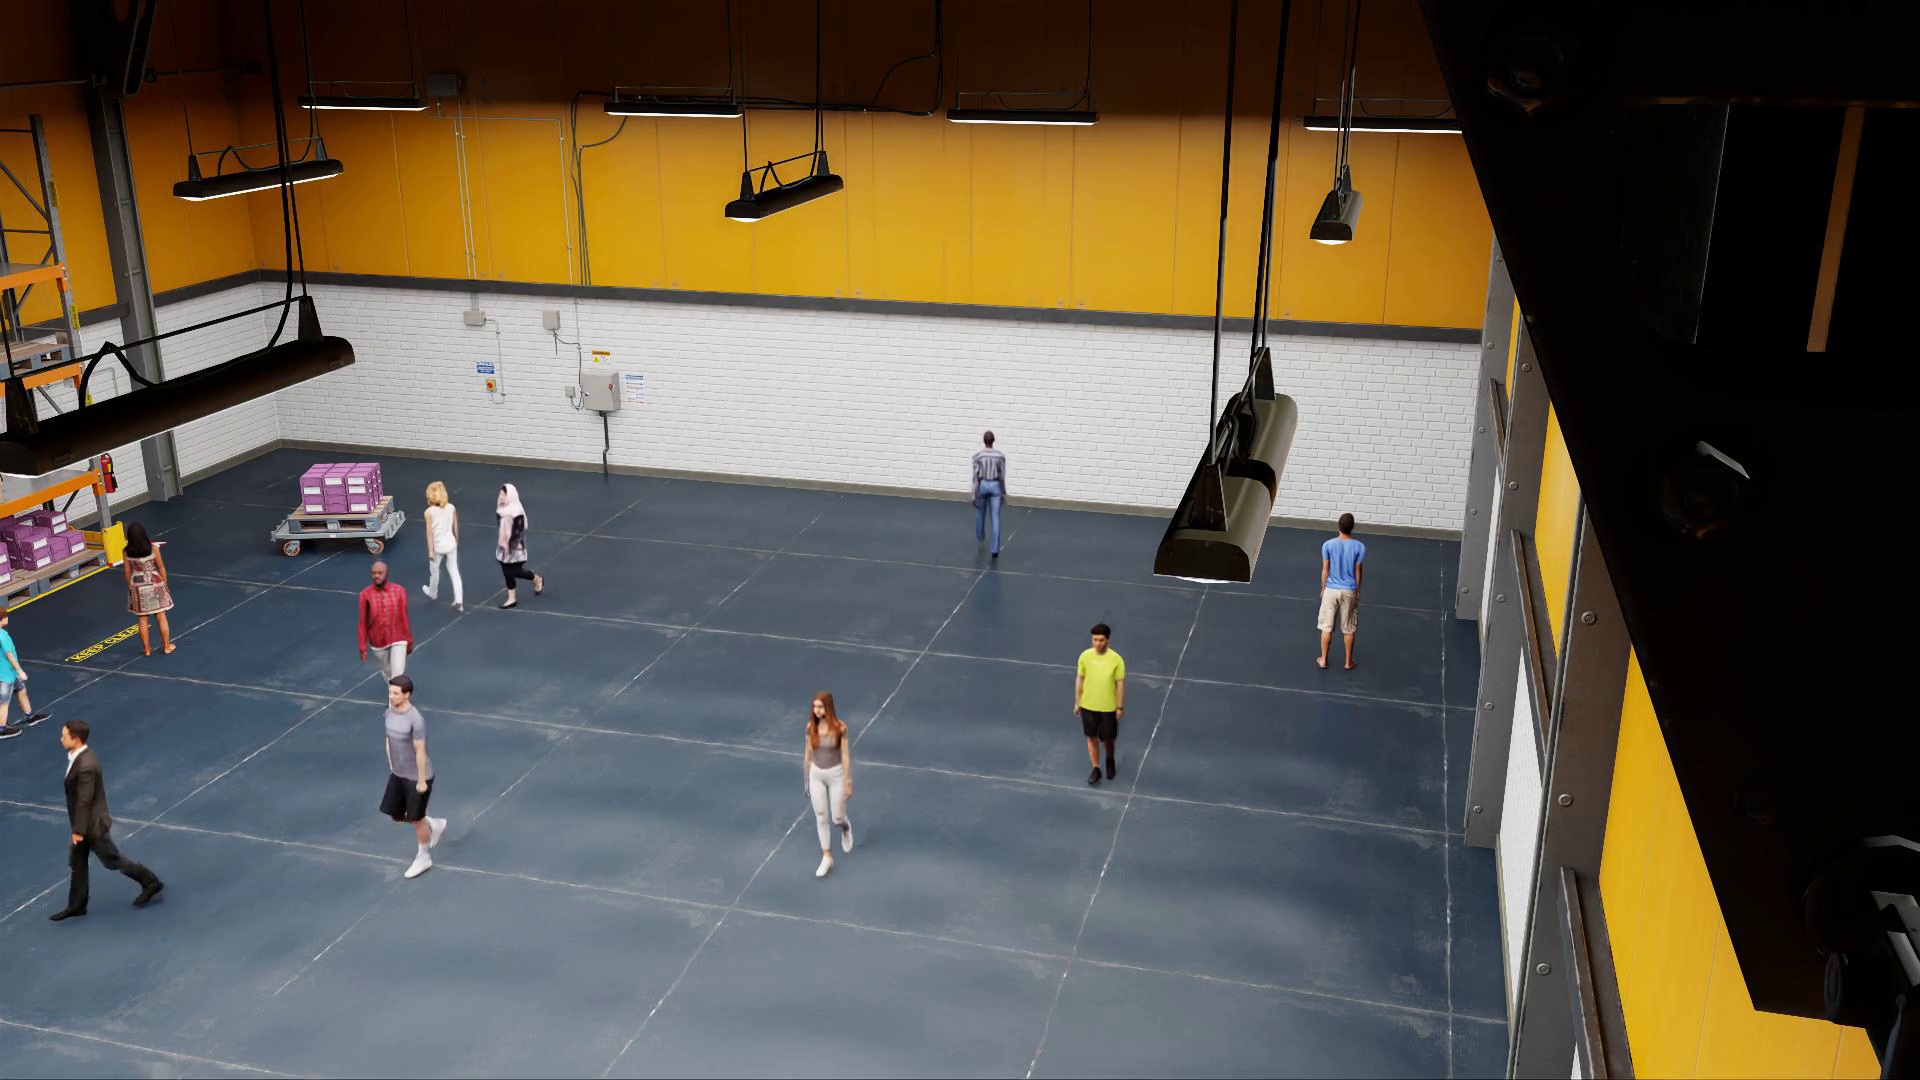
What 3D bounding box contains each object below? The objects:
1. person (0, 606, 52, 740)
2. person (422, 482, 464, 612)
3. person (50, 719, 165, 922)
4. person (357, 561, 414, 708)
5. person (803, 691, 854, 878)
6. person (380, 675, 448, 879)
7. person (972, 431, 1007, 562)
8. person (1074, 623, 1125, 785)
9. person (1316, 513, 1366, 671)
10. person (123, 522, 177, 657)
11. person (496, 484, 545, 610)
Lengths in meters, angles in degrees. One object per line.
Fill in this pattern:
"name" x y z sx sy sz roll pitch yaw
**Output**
"person" -10.100 1.403 17.457 0.871 1.428 0.779 -13 23 -34
"person" -6.480 0.111 20.979 1.081 1.629 1.040 -17 25 -40
"person" -7.260 2.357 14.077 1.223 1.778 1.093 -14 23 -35
"person" -6.156 1.064 17.915 1.021 1.779 1.297 -3 19 -9
"person" -1.144 2.127 14.862 0.616 1.712 0.820 6 19 16
"person" -4.824 2.054 14.851 0.786 1.858 0.918 10 21 28
"person" 0.404 -0.560 22.834 0.940 1.717 1.315 -1 19 -4
"person" 1.399 1.587 16.491 0.653 1.696 0.679 6 20 18
"person" 4.400 0.588 19.196 0.648 1.864 0.568 4 19 11
"person" -9.590 0.574 19.615 0.725 1.623 0.725 -6 19 -17
"person" -5.622 0.064 21.131 0.862 1.622 0.993 17 25 41
